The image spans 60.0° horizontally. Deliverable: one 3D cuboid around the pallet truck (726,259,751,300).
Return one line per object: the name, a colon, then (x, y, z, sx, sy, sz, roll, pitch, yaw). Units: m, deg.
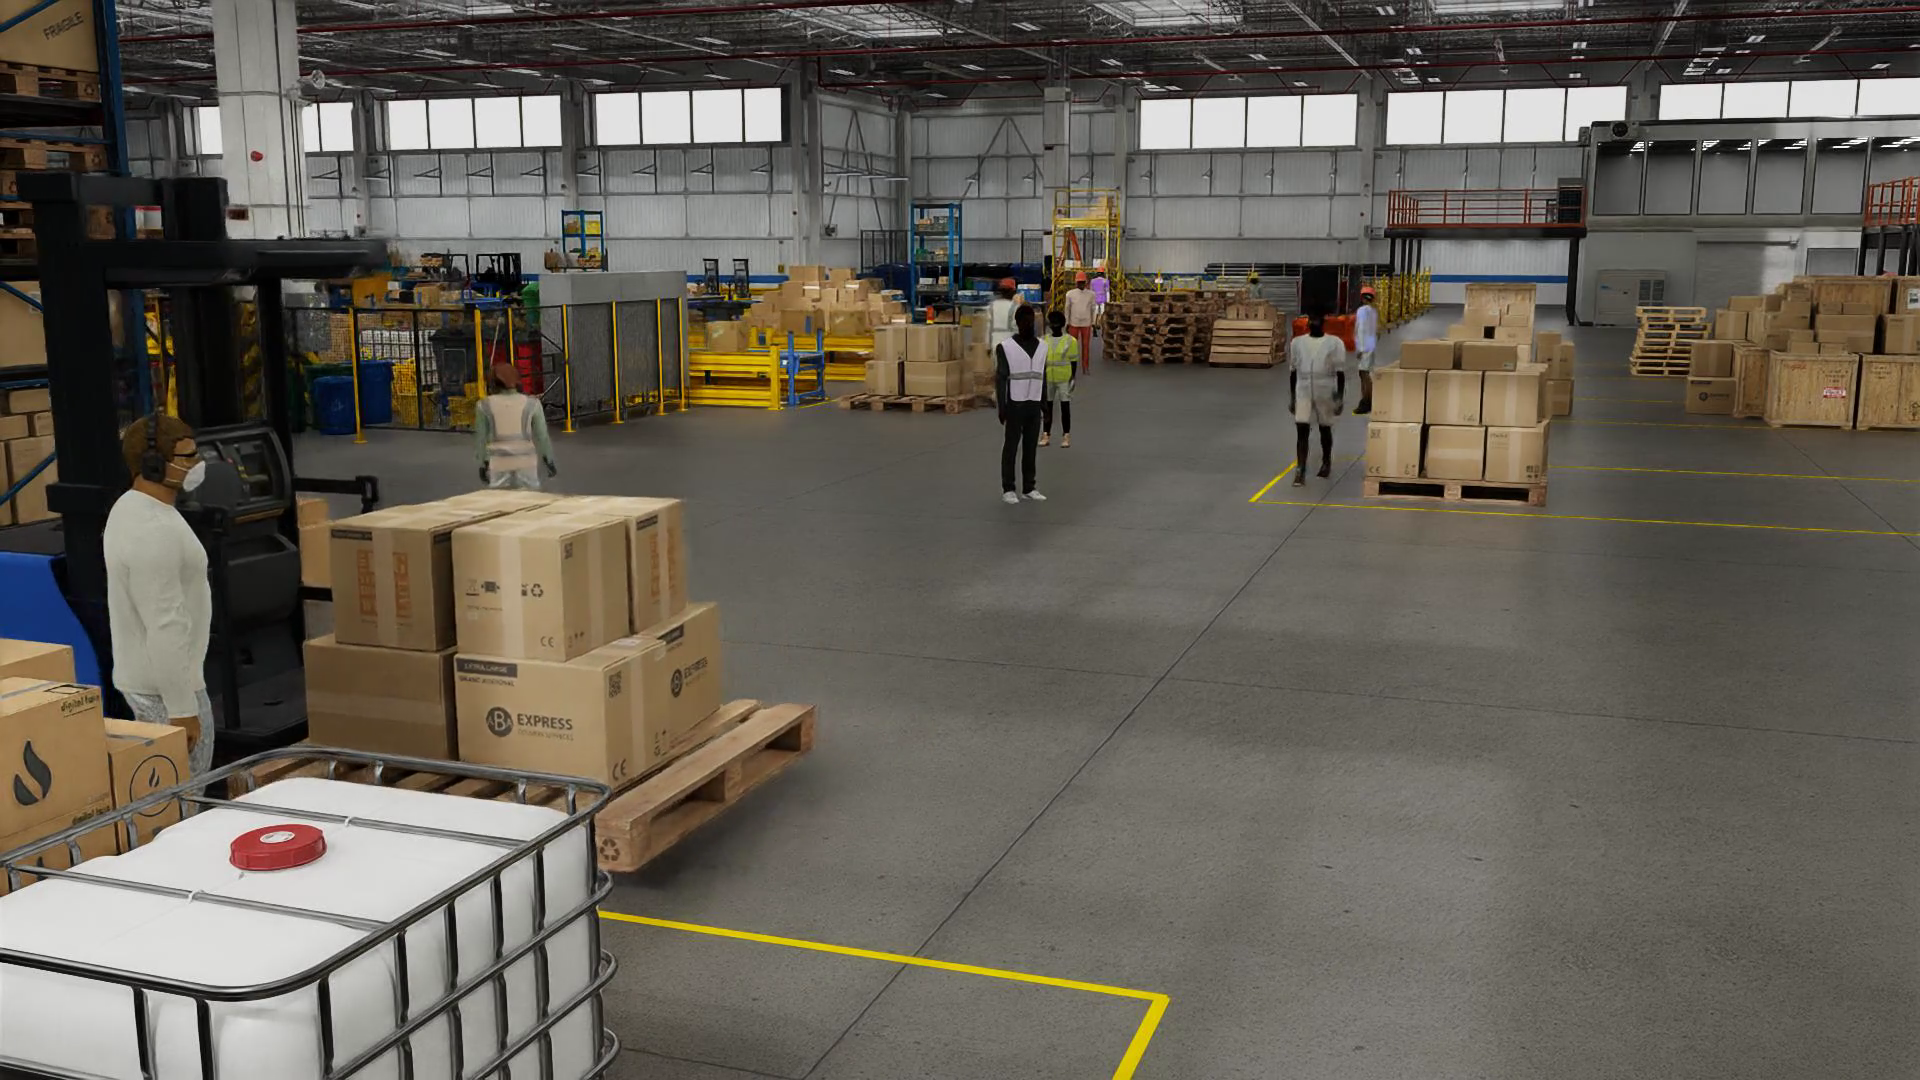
pallet truck: (-7.986, -9.493, 62.019, 0.823, 1.965, 1.885, 3, 11, 17)

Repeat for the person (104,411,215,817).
person: (-2.749, 0.520, 5.792, 0.355, 1.938, 0.637, -6, 12, -31)

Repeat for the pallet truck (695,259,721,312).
pallet truck: (-9.165, -9.627, 62.776, 0.823, 1.965, 1.885, 4, 11, 23)

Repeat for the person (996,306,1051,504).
person: (0.612, -1.322, 16.224, 0.598, 1.917, 0.378, -7, 12, -33)

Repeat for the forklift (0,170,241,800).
forklift: (-3.865, -0.331, 7.934, 1.873, 2.768, 1.129, 3, 11, 19)

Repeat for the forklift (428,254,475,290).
forklift: (-20.133, -10.254, 65.465, 1.157, 1.987, 2.680, 3, 11, 19)

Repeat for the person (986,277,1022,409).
person: (0.700, -2.912, 24.870, 0.646, 2.024, 0.429, 6, 12, 32)

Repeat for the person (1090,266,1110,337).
person: (3.809, -6.470, 45.163, 0.552, 1.935, 0.370, 4, 11, 21)

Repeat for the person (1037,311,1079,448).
person: (1.201, -1.983, 20.569, 0.536, 1.696, 0.322, 4, 11, 23)

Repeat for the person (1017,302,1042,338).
person: (1.061, -2.934, 26.152, 0.538, 1.608, 0.661, 3, 10, 15)

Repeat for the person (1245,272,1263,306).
person: (8.352, -6.746, 47.301, 0.498, 1.727, 0.416, 2, 10, 10)

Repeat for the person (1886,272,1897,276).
person: (20.462, -4.950, 36.712, 0.548, 1.902, 0.896, 8, 13, 37)

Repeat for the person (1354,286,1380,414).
person: (6.028, -2.835, 24.877, 0.379, 1.891, 0.726, 7, 12, 35)

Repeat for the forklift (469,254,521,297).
forklift: (-17.990, -10.121, 64.684, 1.157, 1.987, 2.680, 3, 11, 17)

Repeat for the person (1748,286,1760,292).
person: (27.419, -8.511, 57.518, 0.497, 1.626, 0.288, 6, 12, 32)

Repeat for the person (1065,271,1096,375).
person: (2.321, -4.160, 31.989, 0.610, 1.996, 0.386, 0, 10, -2)

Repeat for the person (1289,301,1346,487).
person: (3.759, -1.548, 17.503, 0.617, 1.923, 0.981, 5, 11, 25)

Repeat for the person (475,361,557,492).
person: (-3.403, -0.557, 12.756, 0.591, 1.624, 0.392, -1, 10, -8)
